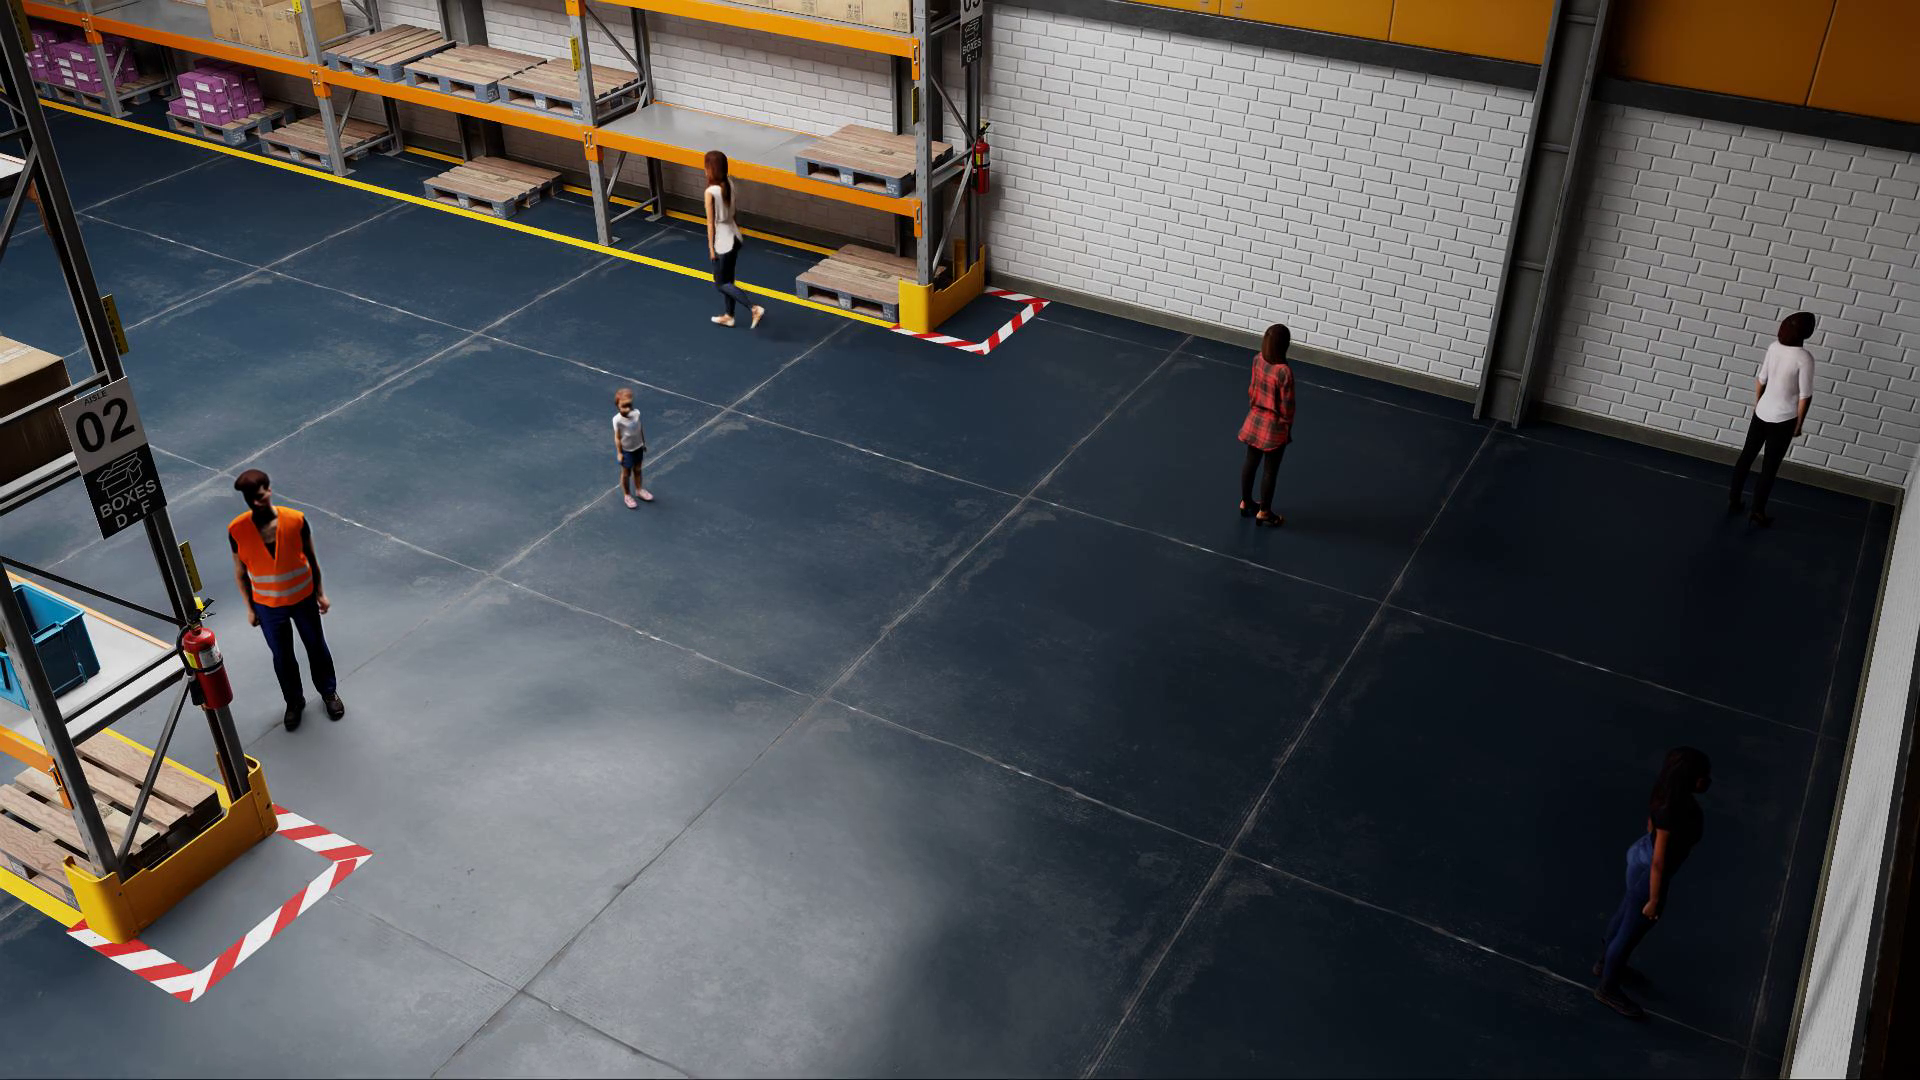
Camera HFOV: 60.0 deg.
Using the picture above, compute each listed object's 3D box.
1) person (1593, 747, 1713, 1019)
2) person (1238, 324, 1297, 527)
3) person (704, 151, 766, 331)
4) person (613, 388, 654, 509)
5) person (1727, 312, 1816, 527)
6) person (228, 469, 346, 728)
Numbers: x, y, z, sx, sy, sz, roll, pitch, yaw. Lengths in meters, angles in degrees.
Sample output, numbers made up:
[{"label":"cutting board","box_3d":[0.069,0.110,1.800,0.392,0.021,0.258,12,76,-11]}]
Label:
[{"label":"person","box_3d":[3.653,1.777,8.813,0.562,1.739,0.596,12,36,18]},{"label":"person","box_3d":[2.384,-0.896,12.866,0.759,1.703,0.643,-19,38,-26]},{"label":"person","box_3d":[-2.125,-2.773,15.629,0.896,1.771,0.617,16,37,22]},{"label":"person","box_3d":[-2.635,-0.756,13.273,0.475,1.020,0.459,29,43,36]},{"label":"person","box_3d":[6.281,-0.935,12.843,0.745,1.795,0.646,-14,36,-21]},{"label":"person","box_3d":[-4.397,0.352,10.822,0.786,1.888,0.826,-13,36,-18]}]
